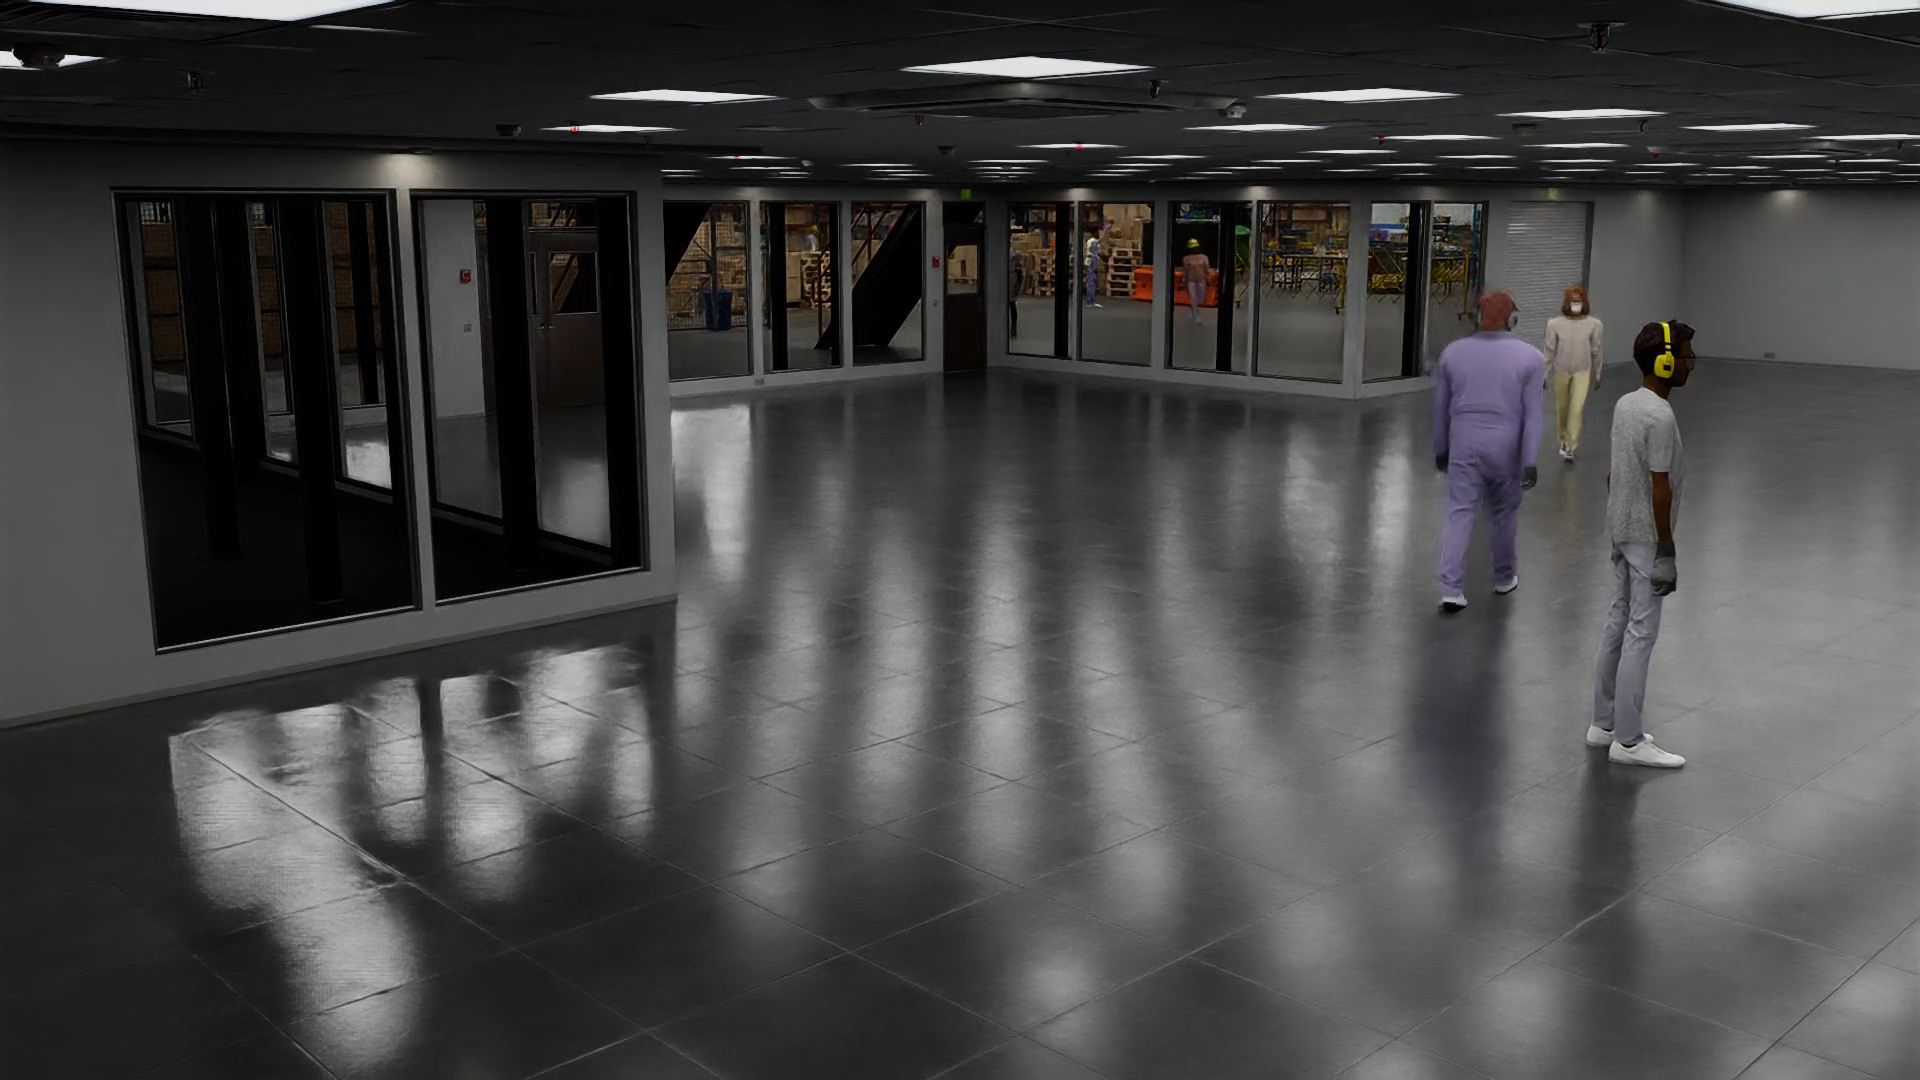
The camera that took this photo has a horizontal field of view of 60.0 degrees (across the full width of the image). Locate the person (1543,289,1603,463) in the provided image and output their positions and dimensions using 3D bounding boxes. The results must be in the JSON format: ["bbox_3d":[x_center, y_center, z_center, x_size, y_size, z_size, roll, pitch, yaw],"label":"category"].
[{"bbox_3d":[5.676,-1.534,15.448,0.515,1.589,0.877,5,12,24],"label":"person"}]

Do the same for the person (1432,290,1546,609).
[{"bbox_3d":[3.086,-0.533,9.772,0.663,1.857,0.990,7,13,31],"label":"person"}]

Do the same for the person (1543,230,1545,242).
[{"bbox_3d":[28.227,-14.597,80.017,0.612,1.936,0.611,6,13,27],"label":"person"}]

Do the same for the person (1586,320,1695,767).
[{"bbox_3d":[2.888,0.015,6.994,0.321,1.871,0.532,0,11,0],"label":"person"}]
